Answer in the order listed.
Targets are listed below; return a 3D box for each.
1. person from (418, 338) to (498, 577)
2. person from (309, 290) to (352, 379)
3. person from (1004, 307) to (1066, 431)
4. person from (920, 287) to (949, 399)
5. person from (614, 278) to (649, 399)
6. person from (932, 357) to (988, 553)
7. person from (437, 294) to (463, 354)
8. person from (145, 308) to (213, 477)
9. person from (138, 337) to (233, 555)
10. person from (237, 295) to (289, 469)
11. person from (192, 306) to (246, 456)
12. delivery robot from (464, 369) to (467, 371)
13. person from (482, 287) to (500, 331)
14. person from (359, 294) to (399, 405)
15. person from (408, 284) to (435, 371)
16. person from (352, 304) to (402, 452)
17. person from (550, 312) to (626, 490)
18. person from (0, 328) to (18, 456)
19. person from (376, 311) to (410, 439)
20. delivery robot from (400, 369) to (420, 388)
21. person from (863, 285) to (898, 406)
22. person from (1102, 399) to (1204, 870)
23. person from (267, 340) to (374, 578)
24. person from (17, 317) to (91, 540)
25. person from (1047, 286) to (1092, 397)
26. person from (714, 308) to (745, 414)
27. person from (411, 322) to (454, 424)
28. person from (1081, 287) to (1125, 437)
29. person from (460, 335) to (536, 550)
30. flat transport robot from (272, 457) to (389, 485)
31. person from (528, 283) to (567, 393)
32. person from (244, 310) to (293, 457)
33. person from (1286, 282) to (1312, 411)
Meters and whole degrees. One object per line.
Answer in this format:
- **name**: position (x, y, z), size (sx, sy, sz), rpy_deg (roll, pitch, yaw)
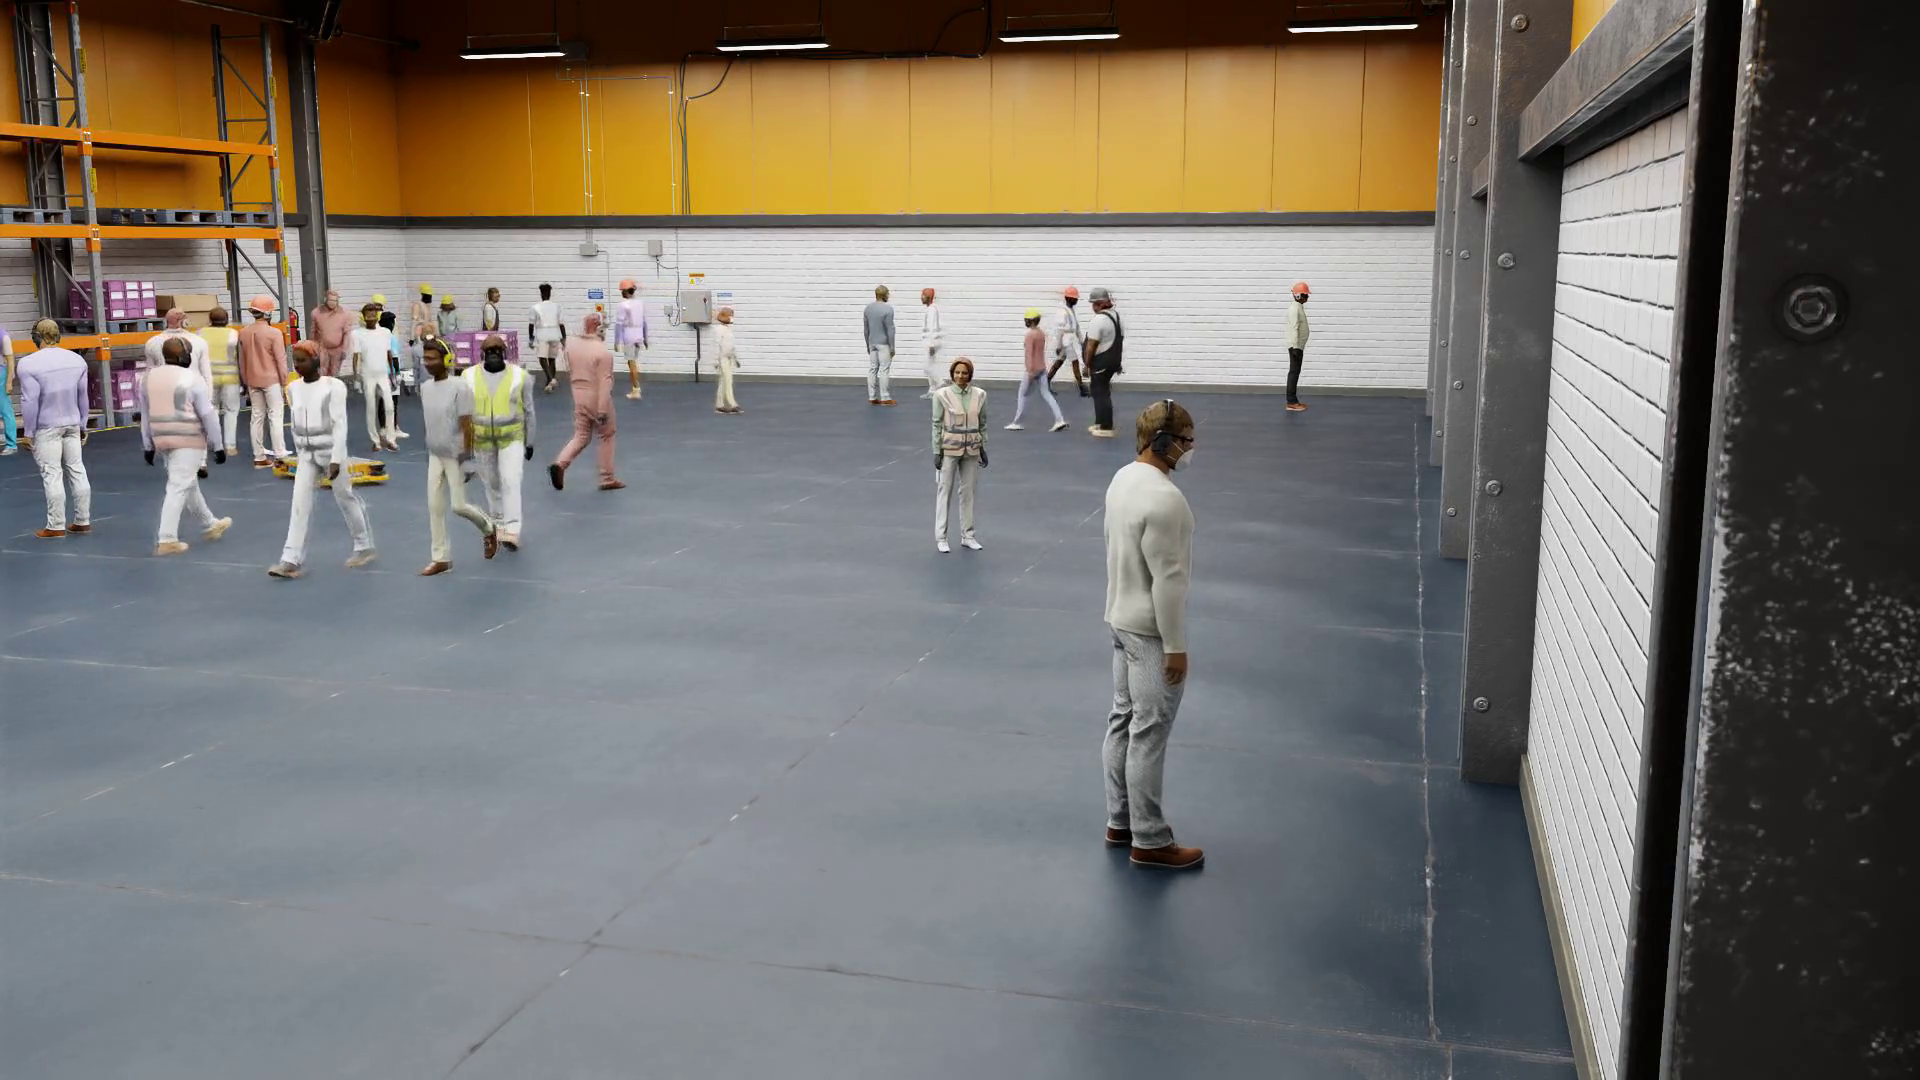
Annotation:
- **person**: position (-3.974, -0.663, 13.051), size (0.527, 1.854, 0.714), rpy_deg (5, 11, 25)
- **person**: position (-9.971, -3.021, 26.393), size (0.649, 1.855, 0.773), rpy_deg (-5, 11, -24)
- **person**: position (1.067, -2.356, 23.009), size (0.910, 1.726, 0.530), rpy_deg (7, 12, 34)
- **person**: position (-0.484, -3.282, 27.800), size (0.431, 1.871, 0.615), rpy_deg (0, 10, 0)
- **person**: position (-5.542, -3.359, 27.812), size (0.560, 2.025, 0.646), rpy_deg (7, 12, 33)
- **person**: position (0.001, -0.717, 13.957), size (0.515, 1.636, 0.315), rpy_deg (-5, 11, -25)
- **person**: position (-9.415, -3.720, 30.845), size (0.515, 1.682, 0.897), rpy_deg (1, 10, 6)
- **person**: position (-8.493, -1.574, 18.123), size (0.637, 1.882, 0.527), rpy_deg (-5, 11, -27)
- **person**: position (-6.501, -0.812, 14.051), size (0.646, 1.788, 0.963), rpy_deg (3, 11, 18)
- **person**: position (-7.963, -1.805, 19.096), size (0.609, 1.996, 0.383), rpy_deg (3, 10, 17)
- **person**: position (-8.994, -1.925, 20.255), size (0.652, 1.827, 0.451), rpy_deg (-2, 10, -13)
- **delivery robot**: position (-8.605, -2.865, 28.915), size (0.707, 0.478, 0.477), rpy_deg (-7, 12, -35)
- **person**: position (-8.502, -3.677, 30.195), size (0.439, 1.821, 0.542), rpy_deg (-3, 10, -15)
- **person**: position (-9.414, -3.083, 26.956), size (0.585, 1.782, 0.934), rpy_deg (-4, 11, -23)
- **person**: position (-10.079, -3.830, 30.955), size (0.767, 1.871, 0.599), rpy_deg (1, 10, 8)
- **person**: position (-7.192, -1.982, 20.523), size (0.575, 1.843, 0.749), rpy_deg (-7, 12, -35)
- **person**: position (-3.862, -1.419, 17.256), size (0.649, 1.875, 0.804), rpy_deg (7, 12, 34)
- **person**: position (-11.771, -1.940, 20.298), size (0.564, 1.841, 0.390), rpy_deg (3, 11, 18)
- **person**: position (-7.614, -2.194, 22.160), size (0.532, 1.693, 0.319), rpy_deg (8, 13, 40)
- **delivery robot**: position (-9.277, -2.814, 28.625), size (0.707, 0.478, 0.477), rpy_deg (-5, 11, -27)
- **person**: position (-1.275, -3.109, 26.646), size (0.631, 1.936, 0.362), rpy_deg (9, 14, 42)
- **person**: position (0.787, 0.385, 6.878), size (0.371, 1.934, 0.627), rpy_deg (-2, 10, -13)
- **person**: position (-4.994, -0.639, 12.984), size (0.594, 1.834, 1.005), rpy_deg (3, 10, 17)
- **person**: position (-7.896, -0.968, 14.521), size (0.364, 1.939, 0.636), rpy_deg (4, 11, 23)
- **person**: position (1.826, -3.377, 28.366), size (1.031, 1.884, 0.555), rpy_deg (3, 10, 15)
- **person**: position (-3.478, -2.731, 25.381), size (0.629, 1.612, 0.528), rpy_deg (3, 10, 17)
- **person**: position (-6.683, -1.972, 21.142), size (0.509, 1.612, 0.706), rpy_deg (-2, 10, -12)
- **person**: position (1.841, -2.409, 22.389), size (0.661, 2.000, 0.706), rpy_deg (6, 12, 31)
- **person**: position (-3.921, -0.818, 14.049), size (0.625, 1.798, 0.941), rpy_deg (-1, 10, -5)
- **flat transport robot**: position (-6.890, -0.780, 18.174), size (1.431, 0.197, 0.652), rpy_deg (10, 14, 43)
- **person**: position (-7.150, -3.507, 28.974), size (0.627, 1.925, 0.861), rpy_deg (-6, 12, -31)
- **person**: position (-8.470, -1.978, 20.274), size (0.593, 1.925, 0.384), rpy_deg (4, 11, 20)
- **person**: position (5.282, -3.024, 26.002), size (0.382, 1.993, 0.622), rpy_deg (3, 10, 16)
